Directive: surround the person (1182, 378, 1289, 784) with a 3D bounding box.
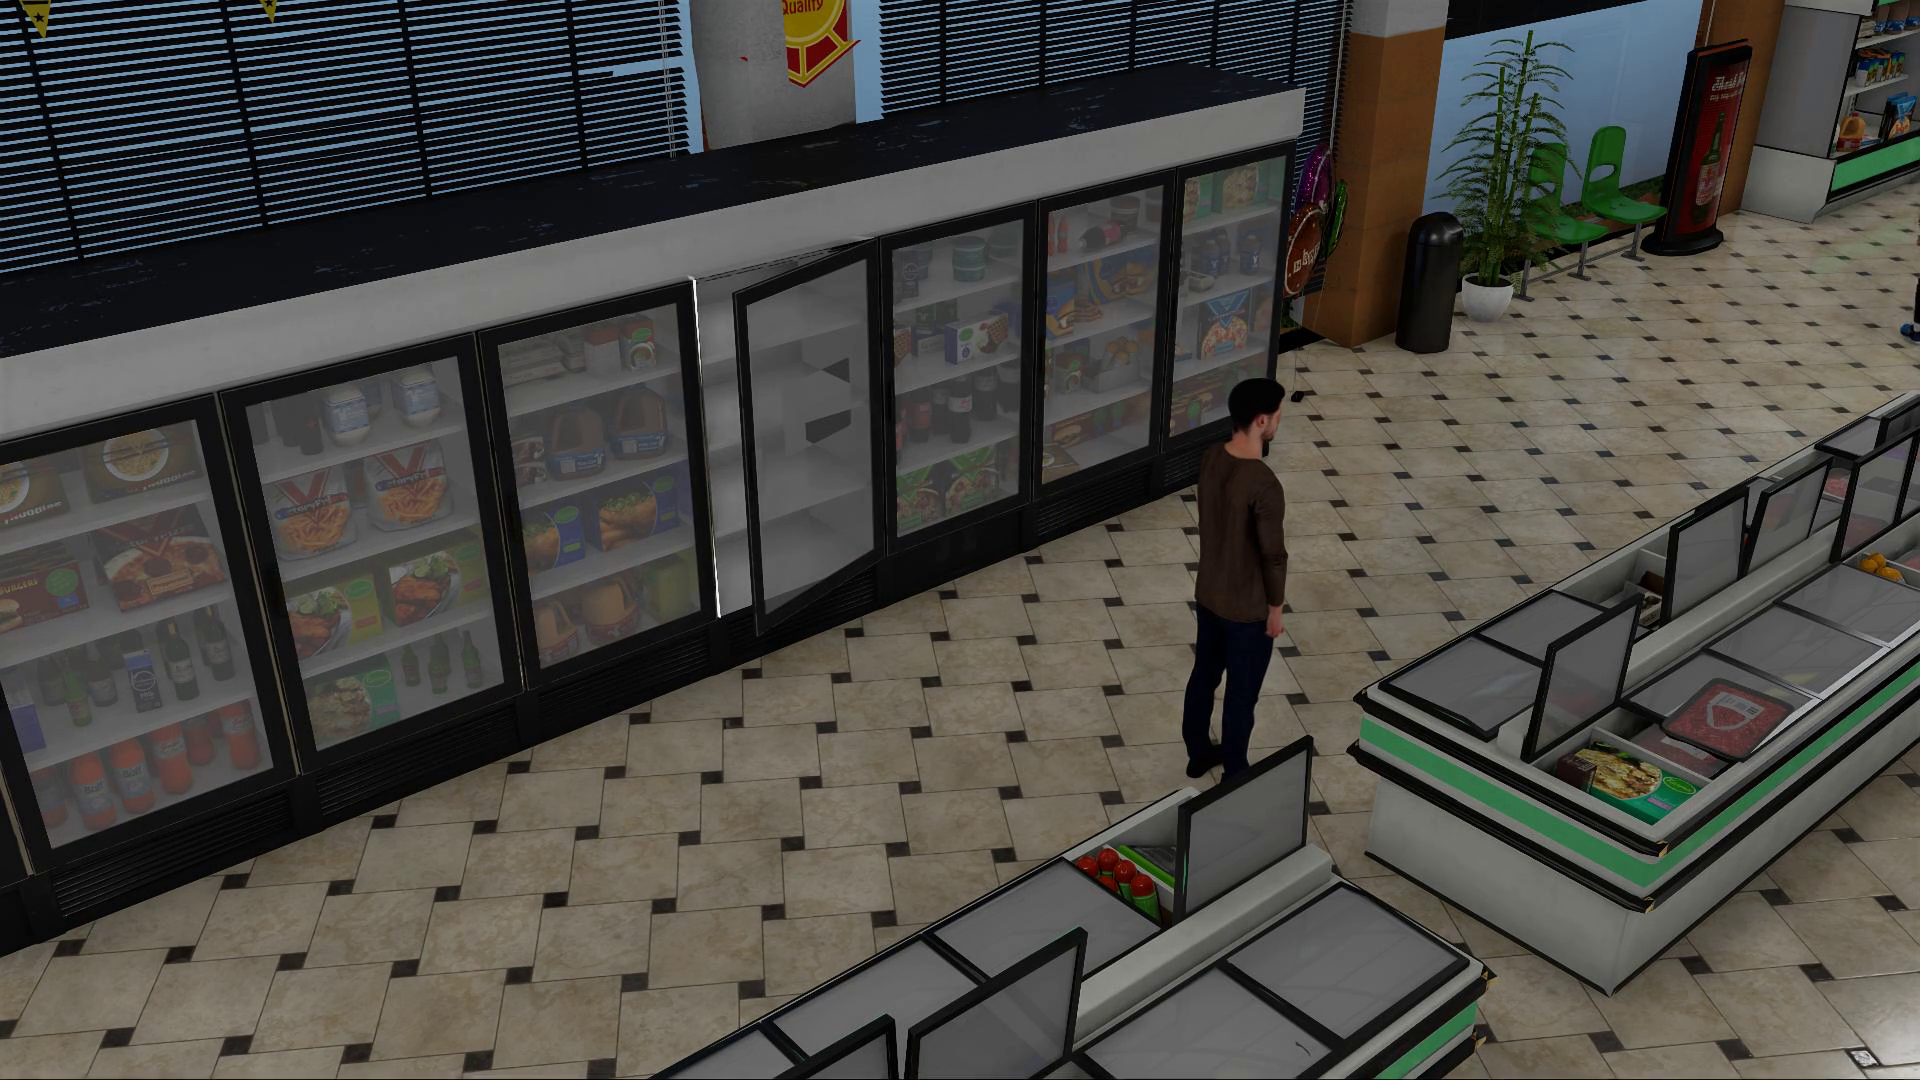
[{"bbox_3d":[1.153,0.221,6.947,0.625,1.886,0.687,-15,30,-27],"label":"person"}]
